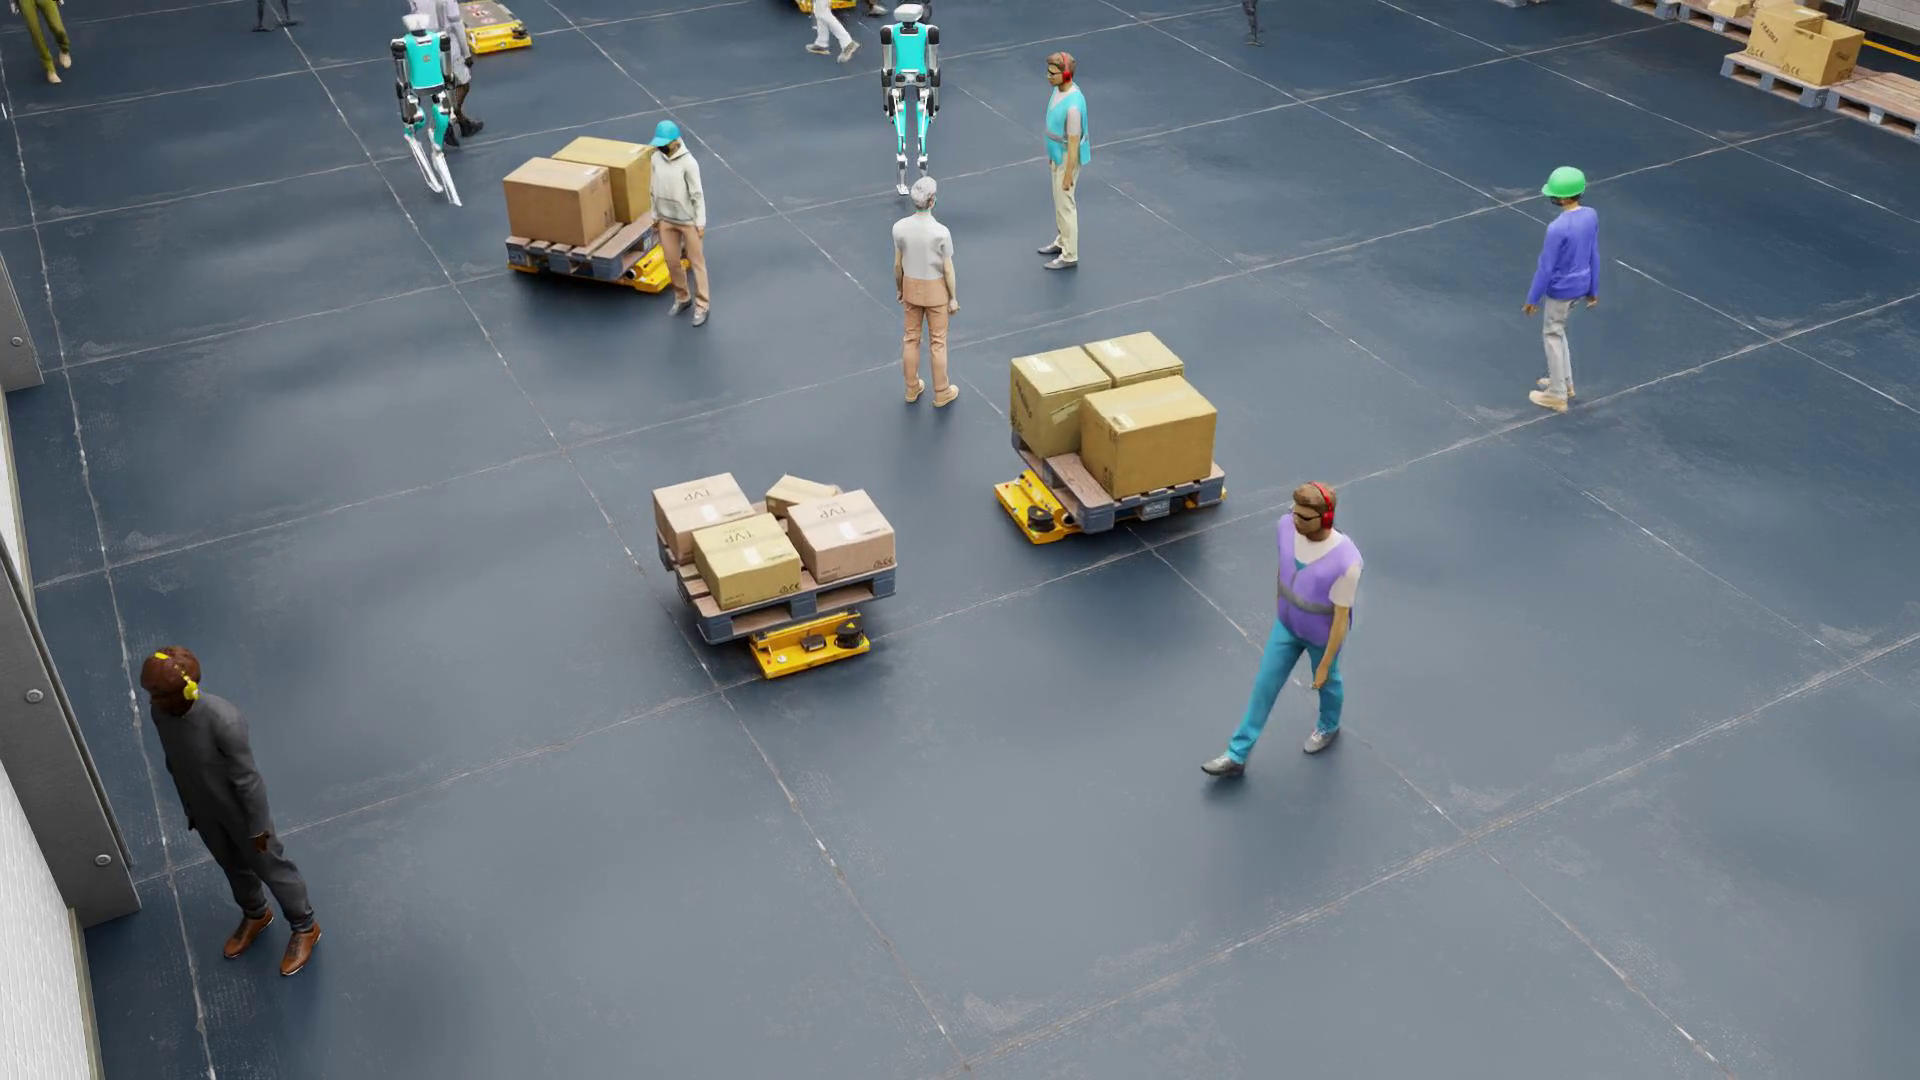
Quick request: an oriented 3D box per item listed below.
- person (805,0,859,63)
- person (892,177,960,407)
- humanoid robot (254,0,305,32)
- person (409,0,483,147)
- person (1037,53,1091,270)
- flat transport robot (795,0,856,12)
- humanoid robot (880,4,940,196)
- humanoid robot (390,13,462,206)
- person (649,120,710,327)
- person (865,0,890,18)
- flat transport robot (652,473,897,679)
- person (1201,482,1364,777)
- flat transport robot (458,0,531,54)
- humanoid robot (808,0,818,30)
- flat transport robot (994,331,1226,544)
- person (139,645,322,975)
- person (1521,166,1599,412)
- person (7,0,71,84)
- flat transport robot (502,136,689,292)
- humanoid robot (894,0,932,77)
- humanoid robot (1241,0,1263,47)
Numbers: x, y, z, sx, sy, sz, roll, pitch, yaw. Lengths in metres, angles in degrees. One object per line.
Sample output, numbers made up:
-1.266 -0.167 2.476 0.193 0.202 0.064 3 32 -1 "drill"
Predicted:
-1.461 -6.196 18.167 0.656 1.866 0.621 11 36 15 "person"
-0.244 -1.779 11.966 0.479 1.748 0.321 13 37 18 "person"
-7.971 -6.667 19.015 0.542 1.640 0.603 -5 35 -8 "humanoid robot"
-4.999 -4.764 16.088 0.557 1.921 0.654 15 38 20 "person"
0.887 -3.157 13.860 0.382 1.836 0.567 -5 35 -7 "person"
-1.801 -6.806 20.434 0.659 0.231 1.431 -12 37 -16 "flat transport robot"
-0.446 -3.860 14.831 0.533 1.677 0.735 1 35 1 "humanoid robot"
-4.844 -3.901 15.019 0.548 1.797 0.789 -23 41 -29 "humanoid robot"
-2.211 -2.493 13.064 0.482 1.672 0.393 15 38 20 "person"
-1.246 -7.125 19.502 1.040 1.858 0.587 23 41 29 "person"
-1.125 0.308 10.276 0.659 0.231 1.431 -15 38 -20 "flat transport robot"
1.767 0.493 8.678 0.961 1.792 0.593 -24 42 -30 "person"
-5.497 -5.952 19.214 0.659 0.231 1.431 -18 39 -24 "flat transport robot"
-1.679 -6.778 19.148 0.798 1.802 0.530 19 39 25 "humanoid robot"
1.014 -0.360 11.229 1.431 0.231 0.659 -13 37 -18 "flat transport robot"
-3.341 1.221 7.587 0.487 1.866 0.352 12 37 17 "person"
4.296 -1.783 11.900 0.480 1.832 0.530 -25 42 -31 "person"
-9.810 -5.779 17.611 0.535 1.824 0.483 -14 38 -20 "person"
-3.070 -2.419 14.169 1.431 0.231 0.659 11 37 15 "flat transport robot"
-0.487 -5.702 17.631 0.329 1.654 0.598 -24 42 -30 "humanoid robot"
3.298 -6.371 18.590 0.400 1.648 0.601 17 39 23 "humanoid robot"
